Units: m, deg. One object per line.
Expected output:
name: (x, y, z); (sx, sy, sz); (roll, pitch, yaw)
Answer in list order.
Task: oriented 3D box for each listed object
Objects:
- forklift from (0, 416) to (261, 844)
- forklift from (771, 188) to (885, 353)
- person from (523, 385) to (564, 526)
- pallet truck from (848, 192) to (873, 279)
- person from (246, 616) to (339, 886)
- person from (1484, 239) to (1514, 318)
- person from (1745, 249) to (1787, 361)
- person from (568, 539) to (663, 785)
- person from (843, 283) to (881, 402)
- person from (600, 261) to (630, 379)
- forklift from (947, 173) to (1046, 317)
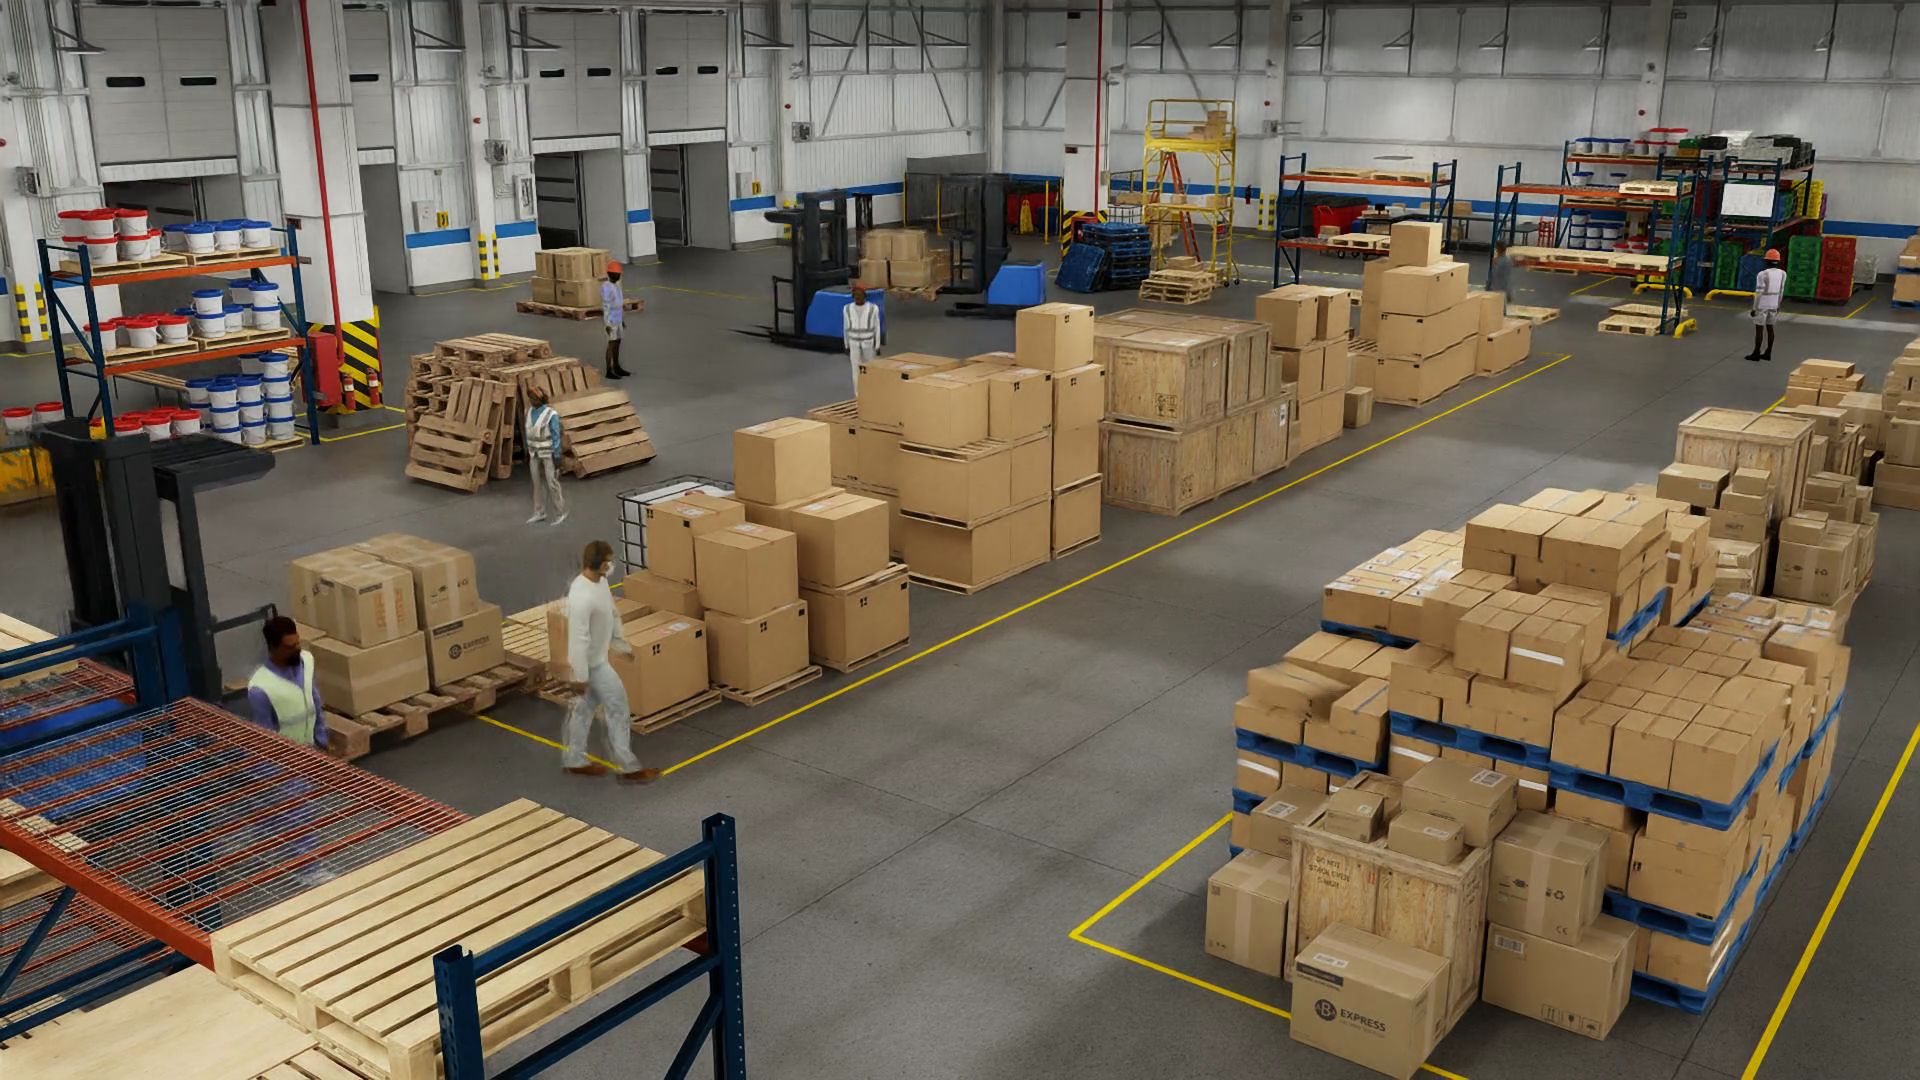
forklift: (-6.044, 0.544, 11.973); (1.129, 2.768, 1.873); (12, 21, 35)
forklift: (-2.376, -4.890, 29.967); (1.873, 2.768, 1.129); (12, 21, 35)
person: (-4.799, -0.978, 19.131); (0.521, 1.641, 0.310); (9, 19, 29)
pallet truck: (-1.936, -7.159, 38.982); (1.885, 1.965, 0.823); (-12, 21, -34)
person: (-4.415, 1.371, 10.902); (0.640, 1.887, 0.606); (2, 17, 8)
person: (9.812, -4.568, 30.583); (1.006, 1.886, 0.660); (0, 17, -1)
person: (13.981, -4.069, 28.855); (0.548, 1.937, 0.358); (-4, 17, -14)
person: (-2.600, 0.914, 12.432); (0.866, 1.898, 0.619); (-1, 17, -5)
person: (-1.503, -3.029, 25.542); (0.587, 1.862, 0.741); (2, 17, 6)
person: (-5.676, -3.630, 27.400); (0.373, 1.934, 0.551); (5, 17, 15)
forklift: (0.765, -5.908, 33.337); (1.873, 2.768, 1.129); (3, 17, 10)
